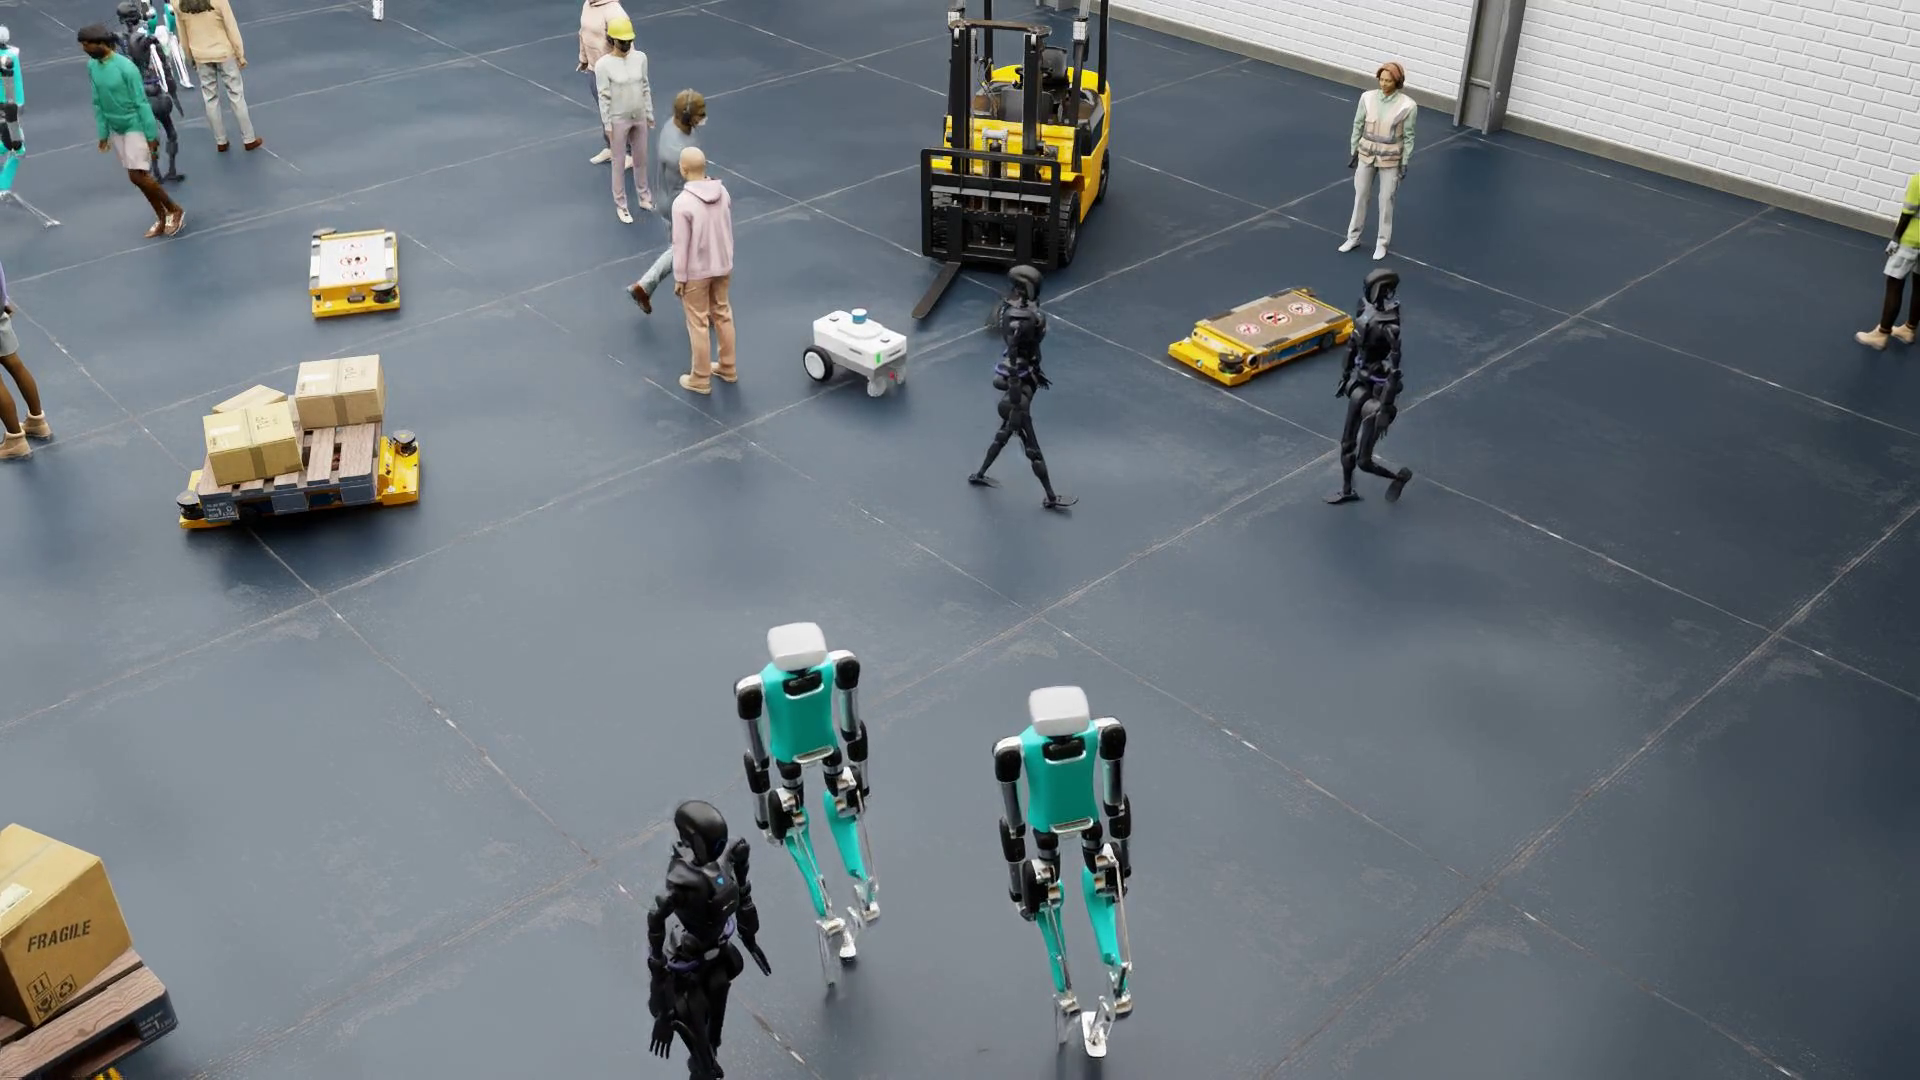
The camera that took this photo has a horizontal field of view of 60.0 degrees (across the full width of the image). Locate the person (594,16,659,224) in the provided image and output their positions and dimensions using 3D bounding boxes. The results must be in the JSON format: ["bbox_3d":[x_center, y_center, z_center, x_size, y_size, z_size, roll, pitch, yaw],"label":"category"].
[{"bbox_3d":[-2.871,-3.643,14.399,0.523,1.768,0.307,-28,42,-36],"label":"person"}]

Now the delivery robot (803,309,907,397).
[{"bbox_3d":[-0.745,-1.385,12.052,0.779,0.608,0.499,26,41,34],"label":"delivery robot"}]

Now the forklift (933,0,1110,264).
[{"bbox_3d":[0.570,-3.725,14.138,1.214,2.155,2.313,9,34,13],"label":"forklift"}]

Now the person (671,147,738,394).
[{"bbox_3d":[-1.781,-1.881,11.684,0.409,1.776,0.538,24,40,32],"label":"person"}]

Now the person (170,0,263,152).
[{"bbox_3d":[-7.084,-4.609,15.787,0.553,1.877,0.413,-3,33,-5],"label":"person"}]

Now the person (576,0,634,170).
[{"bbox_3d":[-3.255,-4.377,15.441,0.805,1.860,0.420,28,42,36],"label":"person"}]

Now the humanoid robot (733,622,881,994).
[{"bbox_3d":[-0.566,1.248,6.986,0.554,1.870,0.684,-14,36,-20],"label":"humanoid robot"}]

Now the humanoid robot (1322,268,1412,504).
[{"bbox_3d":[2.606,-0.946,10.340,0.463,1.639,0.611,-9,34,-14],"label":"humanoid robot"}]

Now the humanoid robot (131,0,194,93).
[{"bbox_3d":[-8.393,-5.591,17.352,0.530,1.723,0.695,-23,39,-31],"label":"humanoid robot"}]

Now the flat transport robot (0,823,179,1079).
[{"bbox_3d":[-3.985,2.159,6.856,1.431,0.231,0.659,26,41,34],"label":"flat transport robot"}]

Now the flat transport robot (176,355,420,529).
[{"bbox_3d":[-4.260,-0.391,10.774,1.431,0.231,0.659,-8,34,-12],"label":"flat transport robot"}]

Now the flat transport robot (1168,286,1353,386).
[{"bbox_3d":[2.319,-1.552,12.558,1.431,0.231,0.659,-23,39,-31],"label":"flat transport robot"}]

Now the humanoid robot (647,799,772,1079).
[{"bbox_3d":[-0.967,1.661,6.341,0.494,1.646,0.589,19,38,27],"label":"humanoid robot"}]

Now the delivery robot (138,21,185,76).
[{"bbox_3d":[-8.791,-5.360,18.142,0.499,0.587,0.789,-10,34,-15],"label":"delivery robot"}]

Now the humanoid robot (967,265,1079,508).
[{"bbox_3d":[0.402,-0.981,10.441,0.795,1.628,0.594,10,34,14],"label":"humanoid robot"}]

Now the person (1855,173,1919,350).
[{"bbox_3d":[7.097,-2.233,12.299,0.529,1.690,0.318,-11,35,-16],"label":"person"}]

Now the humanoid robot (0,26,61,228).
[{"bbox_3d":[-8.315,-3.402,14.092,1.012,1.763,0.552,-15,36,-22],"label":"humanoid robot"}]

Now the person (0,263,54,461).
[{"bbox_3d":[-6.428,-1.480,10.825,0.376,2.041,0.615,4,33,6],"label":"person"}]

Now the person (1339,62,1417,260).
[{"bbox_3d":[3.461,-3.127,13.720,0.523,1.639,0.306,20,38,28],"label":"person"}]

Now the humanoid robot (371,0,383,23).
[{"bbox_3d":[-6.956,-6.952,19.516,0.549,1.730,1.014,-3,33,-4],"label":"humanoid robot"}]

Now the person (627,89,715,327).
[{"bbox_3d":[-2.162,-2.453,12.445,0.703,1.904,0.678,-3,33,-5],"label":"person"}]

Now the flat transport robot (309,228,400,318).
[{"bbox_3d":[-4.936,-2.211,13.571,0.659,0.231,1.431,-9,34,-14],"label":"flat transport robot"}]

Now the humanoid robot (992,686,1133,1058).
[{"bbox_3d":[0.468,1.510,6.598,0.569,1.877,0.776,-8,34,-11],"label":"humanoid robot"}]

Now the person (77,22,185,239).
[{"bbox_3d":[-7.012,-3.446,14.046,0.521,1.828,0.455,15,36,21],"label":"person"}]

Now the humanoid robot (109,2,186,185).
[{"bbox_3d":[-7.388,-4.042,15.098,0.589,1.654,0.323,3,33,4],"label":"humanoid robot"}]
